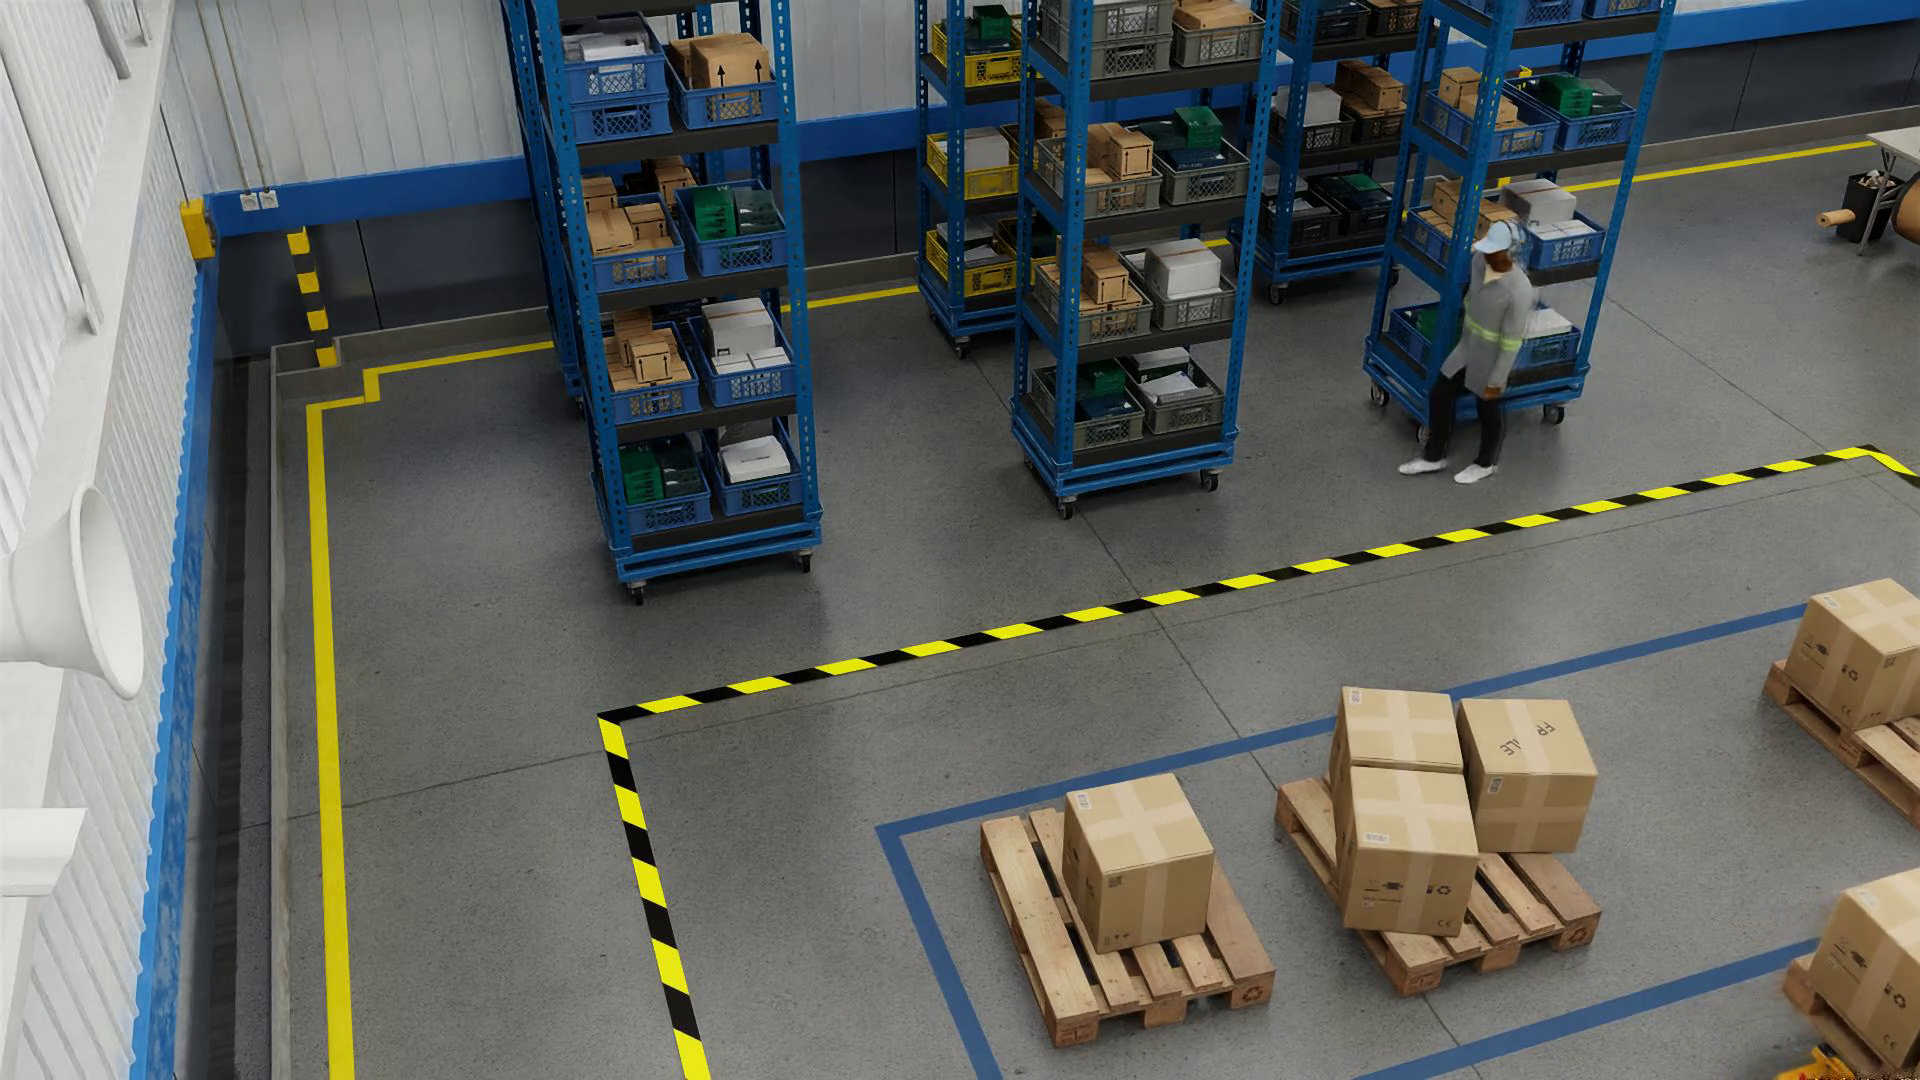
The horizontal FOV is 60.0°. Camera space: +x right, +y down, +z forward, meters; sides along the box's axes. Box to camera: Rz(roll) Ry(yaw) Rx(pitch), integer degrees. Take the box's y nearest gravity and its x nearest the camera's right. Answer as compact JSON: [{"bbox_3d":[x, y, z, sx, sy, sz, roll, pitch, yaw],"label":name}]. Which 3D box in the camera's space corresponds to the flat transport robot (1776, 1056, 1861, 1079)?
[{"bbox_3d":[4.189,2.245,6.848,1.431,0.197,0.652,-11,37,-15],"label":"flat transport robot"}]

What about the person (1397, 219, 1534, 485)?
[{"bbox_3d":[3.148,-1.124,10.291,0.724,1.827,0.624,-11,37,-15],"label":"person"}]
